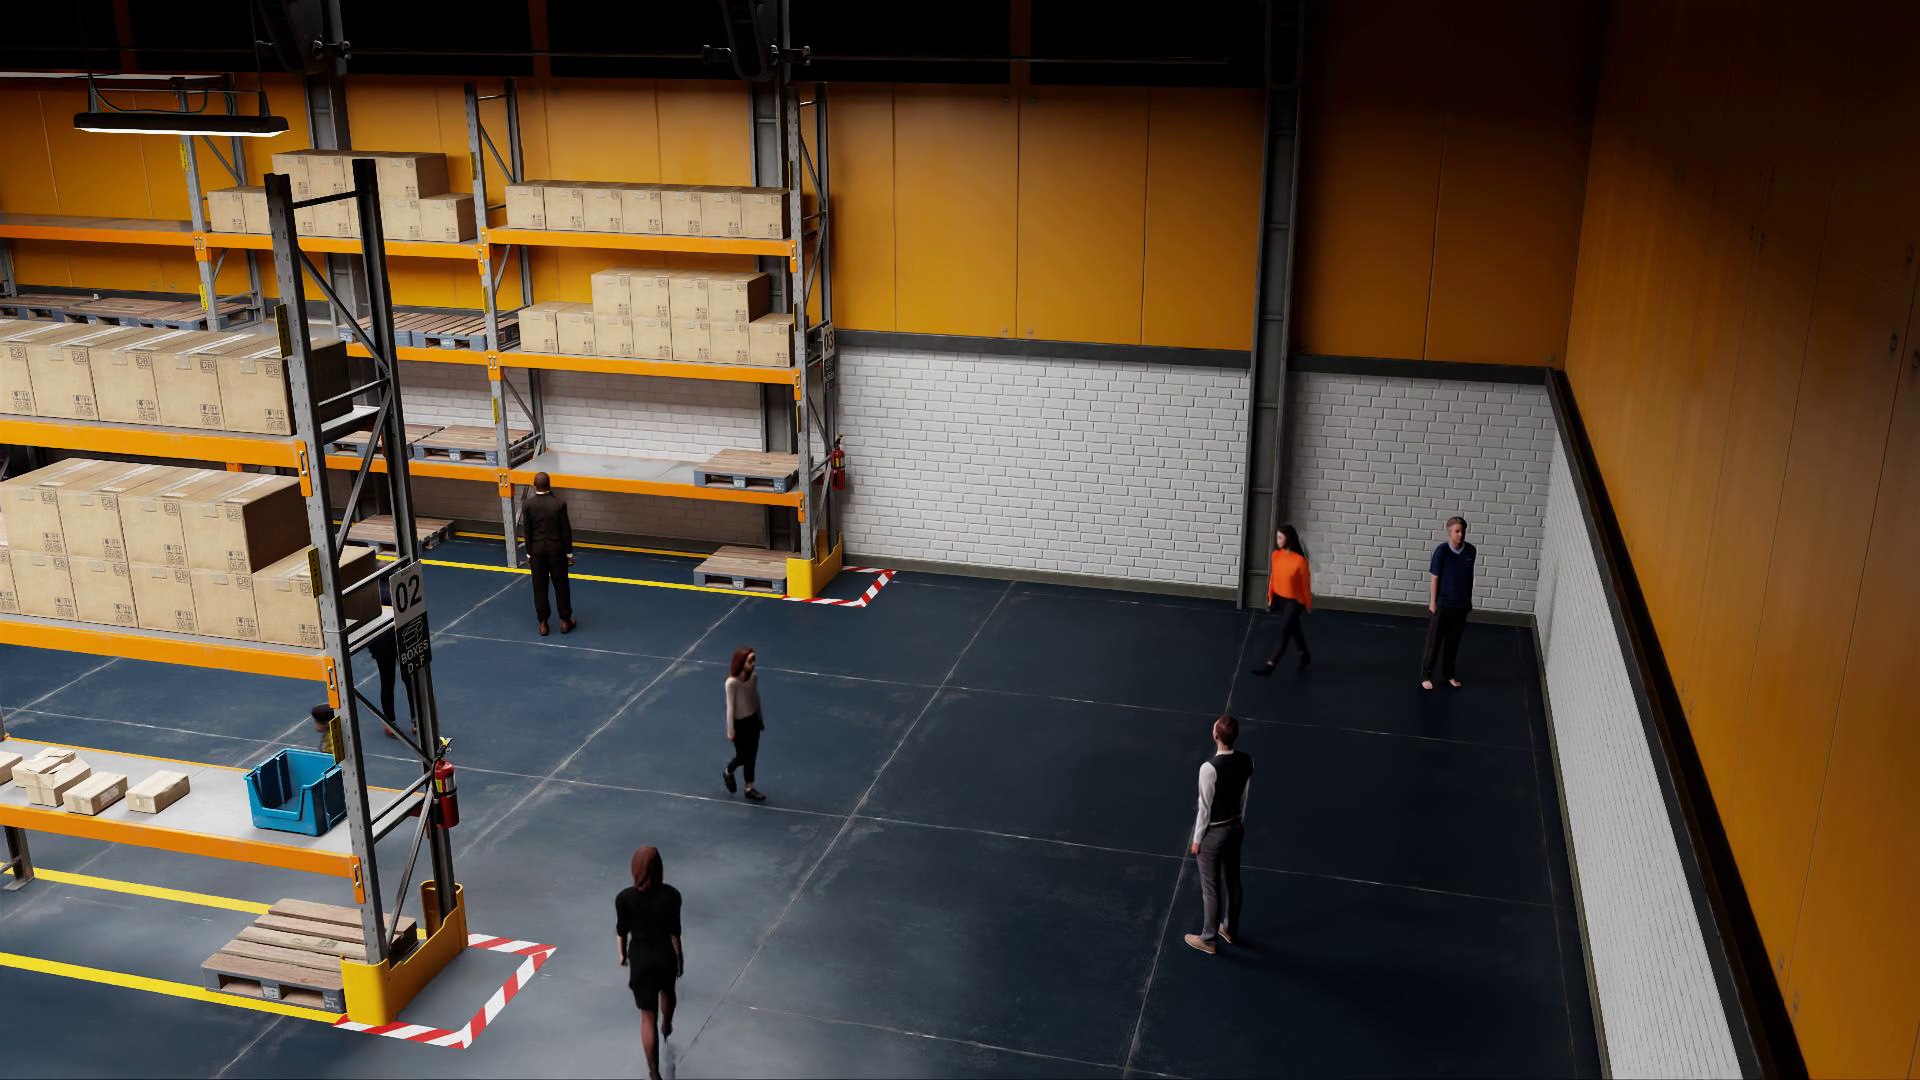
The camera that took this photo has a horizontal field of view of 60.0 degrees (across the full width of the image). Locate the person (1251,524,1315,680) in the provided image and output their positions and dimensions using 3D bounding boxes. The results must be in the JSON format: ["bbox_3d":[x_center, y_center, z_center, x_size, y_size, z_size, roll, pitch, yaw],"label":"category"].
[{"bbox_3d":[3.594,0.654,17.685,1.137,1.702,1.111,-14,23,-36],"label":"person"}]

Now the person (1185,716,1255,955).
[{"bbox_3d":[1.990,2.221,12.662,0.743,1.938,0.788,-12,22,-32],"label":"person"}]

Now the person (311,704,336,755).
[{"bbox_3d":[-5.409,2.002,14.396,0.514,1.247,0.531,1,19,3],"label":"person"}]

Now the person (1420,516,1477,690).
[{"bbox_3d":[5.129,0.646,17.445,0.651,1.871,0.796,-4,19,-10],"label":"person"}]

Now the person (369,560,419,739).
[{"bbox_3d":[-5.540,1.057,16.308,0.705,1.818,0.842,-4,19,-10],"label":"person"}]

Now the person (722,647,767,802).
[{"bbox_3d":[-2.001,1.656,15.062,0.790,1.478,0.693,13,23,34],"label":"person"}]

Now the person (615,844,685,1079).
[{"bbox_3d":[-2.048,2.895,11.107,1.091,1.654,0.957,-3,19,-10],"label":"person"}]

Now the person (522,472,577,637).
[{"bbox_3d":[-4.672,0.142,18.888,0.691,1.905,0.830,-2,19,-6],"label":"person"}]
